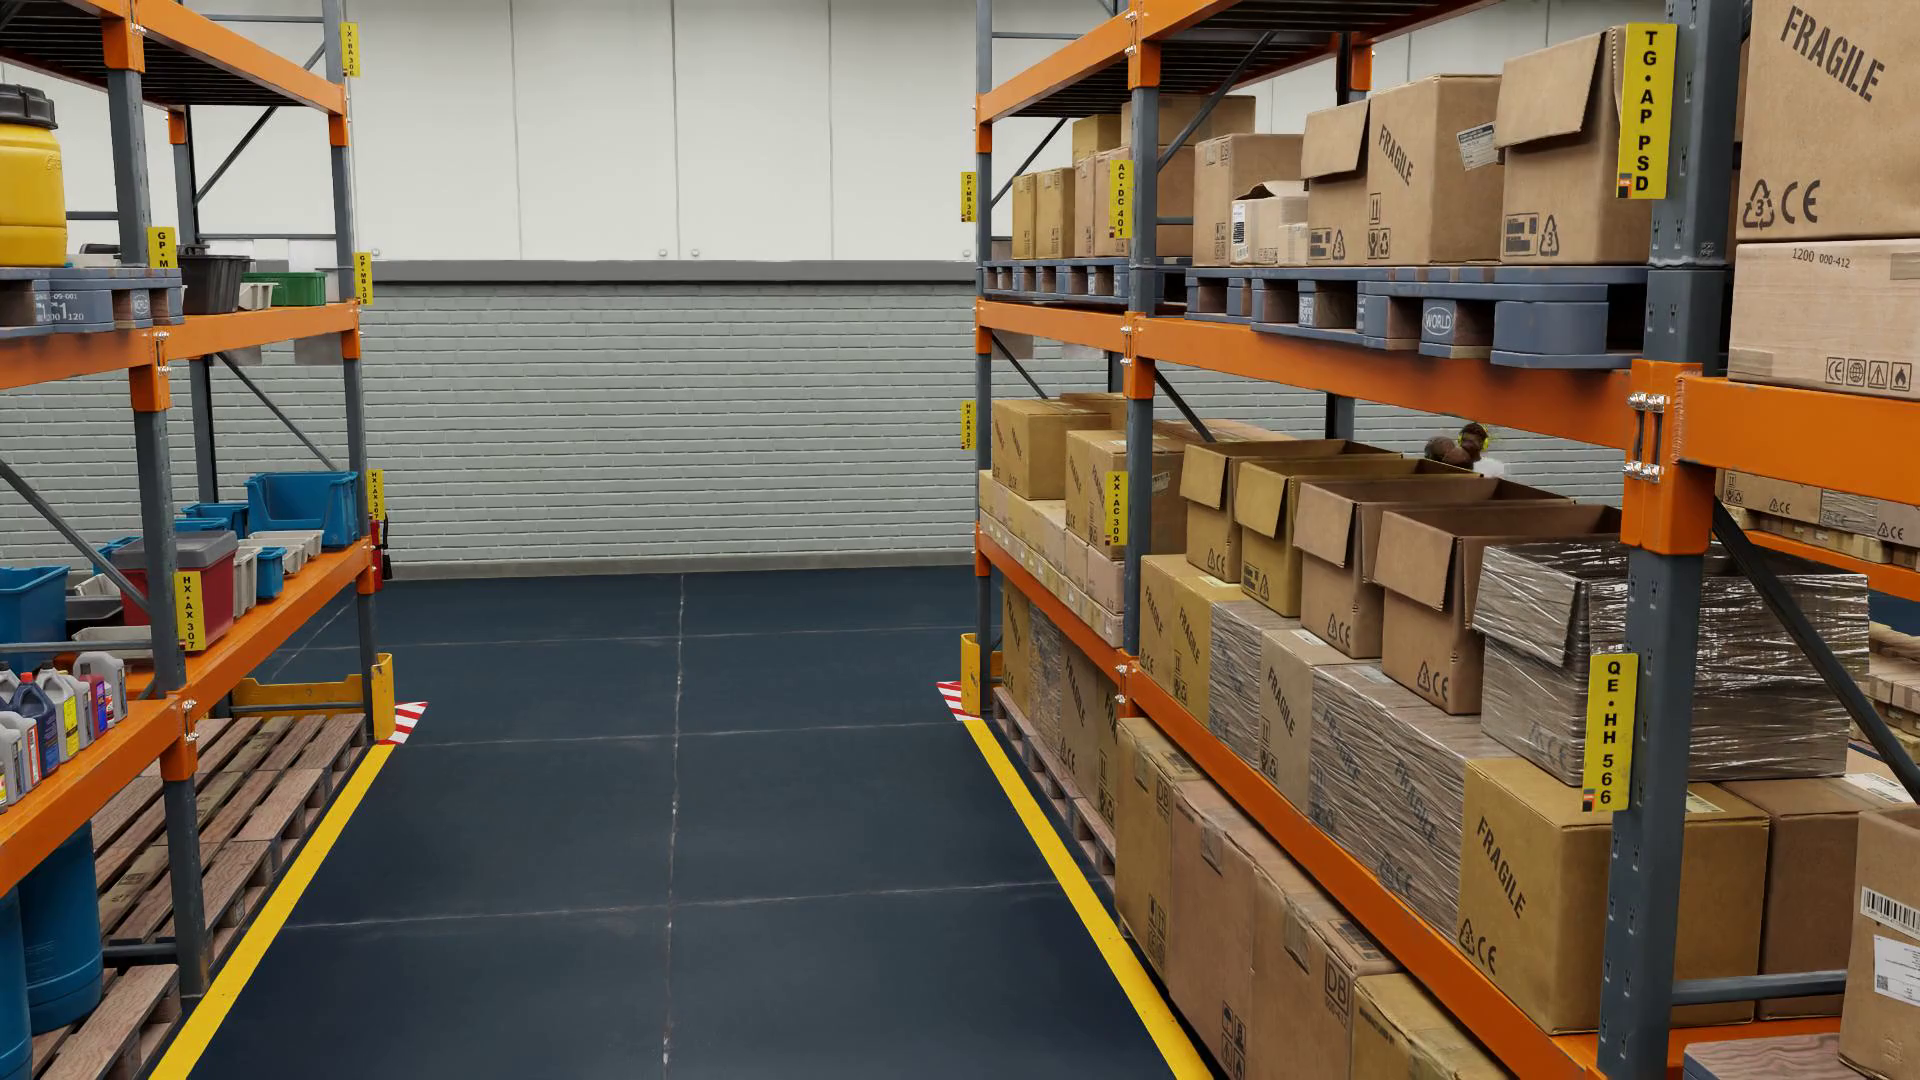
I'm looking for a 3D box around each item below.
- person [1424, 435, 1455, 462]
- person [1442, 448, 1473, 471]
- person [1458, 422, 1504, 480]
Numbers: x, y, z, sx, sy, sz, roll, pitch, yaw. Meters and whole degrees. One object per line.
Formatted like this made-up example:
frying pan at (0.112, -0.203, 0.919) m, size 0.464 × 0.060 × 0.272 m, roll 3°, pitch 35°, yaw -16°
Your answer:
person at (3.617, 0.067, 12.857) m, size 0.647 × 1.801 × 0.855 m, roll 2°, pitch 9°, yaw 13°
person at (3.472, 0.263, 11.609) m, size 0.637 × 1.790 × 0.947 m, roll 1°, pitch 9°, yaw 4°
person at (4.035, -0.037, 13.406) m, size 0.995 × 1.808 × 0.559 m, roll -9°, pitch 13°, yaw -42°
